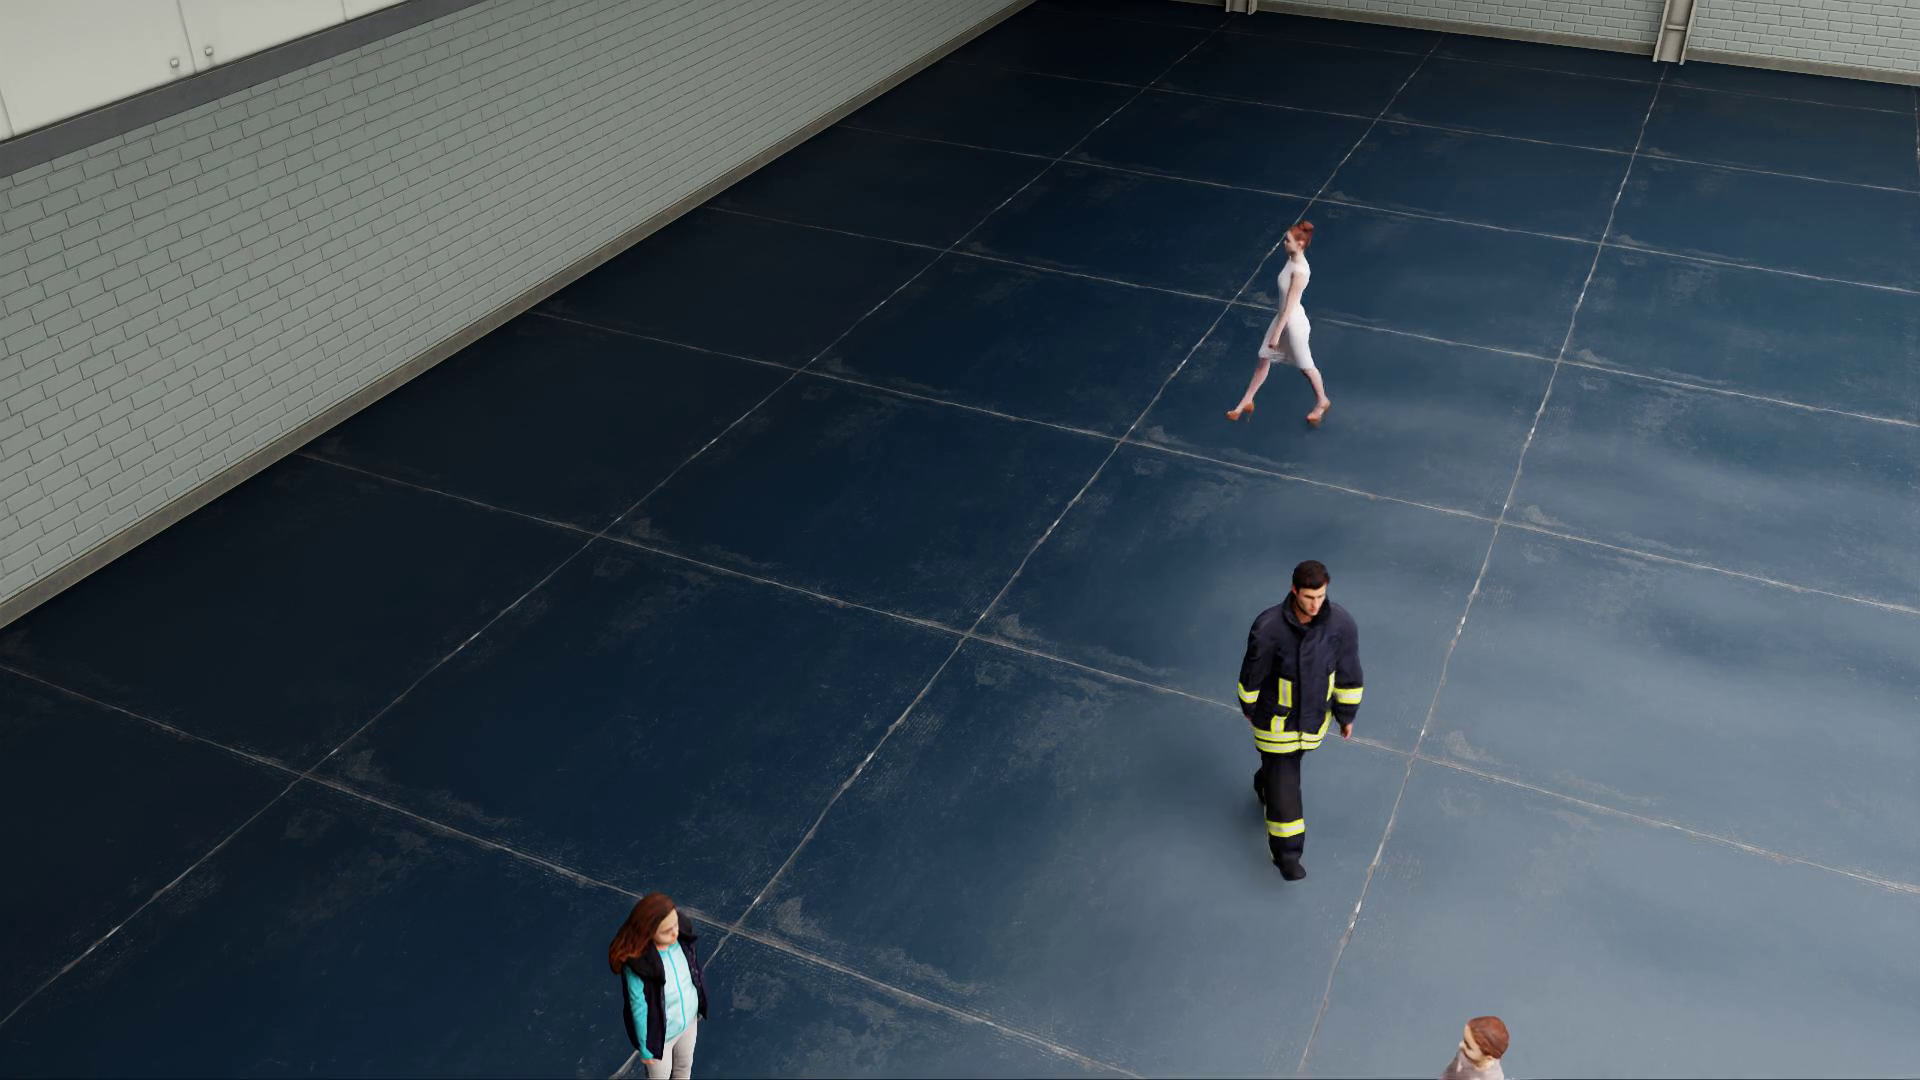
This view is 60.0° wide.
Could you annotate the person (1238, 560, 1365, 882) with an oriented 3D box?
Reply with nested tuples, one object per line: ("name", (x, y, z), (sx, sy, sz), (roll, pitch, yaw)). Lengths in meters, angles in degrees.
("person", (1.806, 0.847, 9.112), (1.248, 1.877, 1.241), (-6, 33, -10))

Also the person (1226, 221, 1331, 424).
("person", (2.720, -1.648, 13.193), (1.155, 1.744, 0.905), (0, 32, -1))

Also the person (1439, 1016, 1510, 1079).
("person", (2.259, 2.486, 7.180), (0.882, 1.168, 0.674), (1, 32, 1))

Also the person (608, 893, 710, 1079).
("person", (-1.322, 2.138, 7.419), (0.614, 1.500, 0.595), (20, 37, 29))
